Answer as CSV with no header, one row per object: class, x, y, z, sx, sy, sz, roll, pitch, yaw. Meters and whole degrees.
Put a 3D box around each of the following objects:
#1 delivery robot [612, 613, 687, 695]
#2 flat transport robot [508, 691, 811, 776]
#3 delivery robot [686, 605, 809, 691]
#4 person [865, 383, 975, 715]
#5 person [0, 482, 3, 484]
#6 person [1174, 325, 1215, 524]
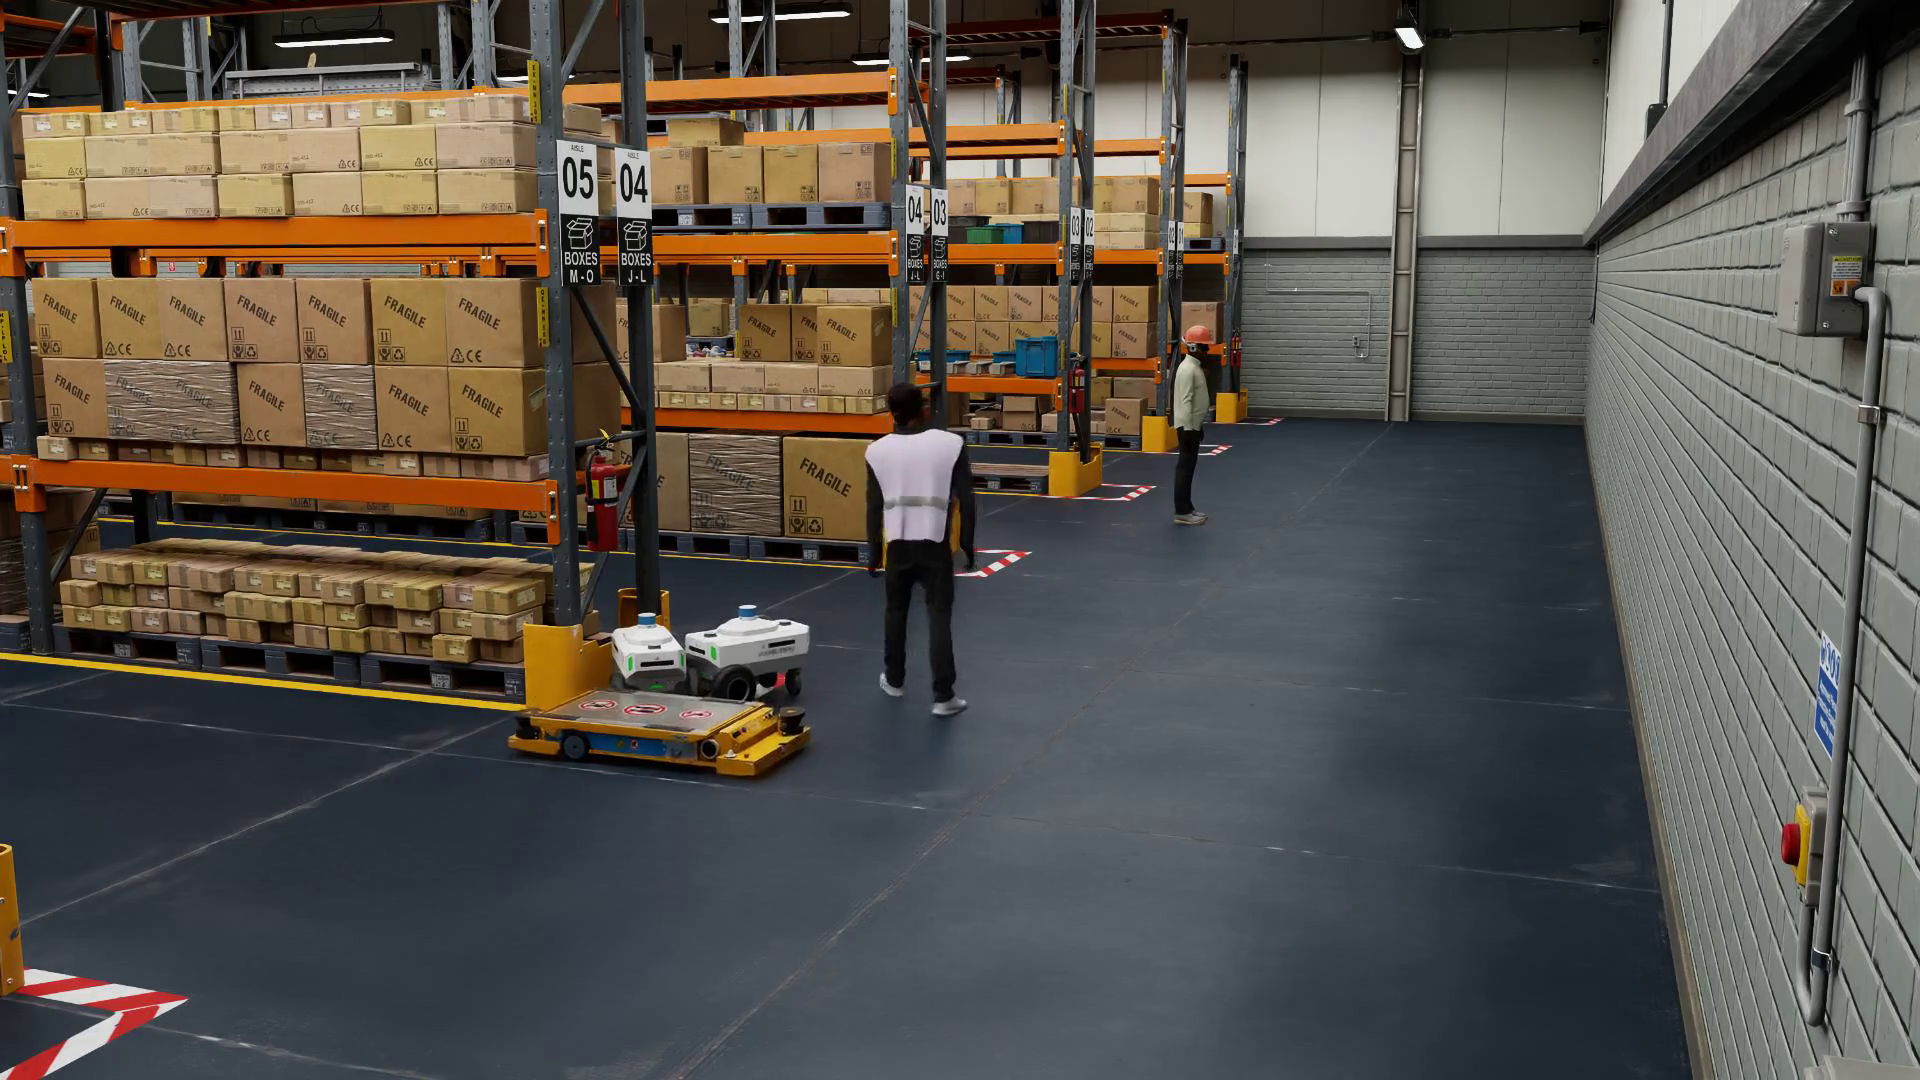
delivery robot,-1.787,0.660,9.531,0.477,0.478,0.707,-3,10,-18
flat transport robot,-1.566,0.983,8.690,1.431,0.197,0.652,3,10,20
delivery robot,-1.237,0.625,9.753,0.707,0.478,0.477,-7,12,-39
person,-0.231,0.033,9.635,0.643,1.871,0.726,1,9,5
person,-9.112,-0.886,15.434,0.994,1.868,0.648,0,9,-2
person,2.337,-1.152,16.678,0.402,1.987,0.609,2,9,14
